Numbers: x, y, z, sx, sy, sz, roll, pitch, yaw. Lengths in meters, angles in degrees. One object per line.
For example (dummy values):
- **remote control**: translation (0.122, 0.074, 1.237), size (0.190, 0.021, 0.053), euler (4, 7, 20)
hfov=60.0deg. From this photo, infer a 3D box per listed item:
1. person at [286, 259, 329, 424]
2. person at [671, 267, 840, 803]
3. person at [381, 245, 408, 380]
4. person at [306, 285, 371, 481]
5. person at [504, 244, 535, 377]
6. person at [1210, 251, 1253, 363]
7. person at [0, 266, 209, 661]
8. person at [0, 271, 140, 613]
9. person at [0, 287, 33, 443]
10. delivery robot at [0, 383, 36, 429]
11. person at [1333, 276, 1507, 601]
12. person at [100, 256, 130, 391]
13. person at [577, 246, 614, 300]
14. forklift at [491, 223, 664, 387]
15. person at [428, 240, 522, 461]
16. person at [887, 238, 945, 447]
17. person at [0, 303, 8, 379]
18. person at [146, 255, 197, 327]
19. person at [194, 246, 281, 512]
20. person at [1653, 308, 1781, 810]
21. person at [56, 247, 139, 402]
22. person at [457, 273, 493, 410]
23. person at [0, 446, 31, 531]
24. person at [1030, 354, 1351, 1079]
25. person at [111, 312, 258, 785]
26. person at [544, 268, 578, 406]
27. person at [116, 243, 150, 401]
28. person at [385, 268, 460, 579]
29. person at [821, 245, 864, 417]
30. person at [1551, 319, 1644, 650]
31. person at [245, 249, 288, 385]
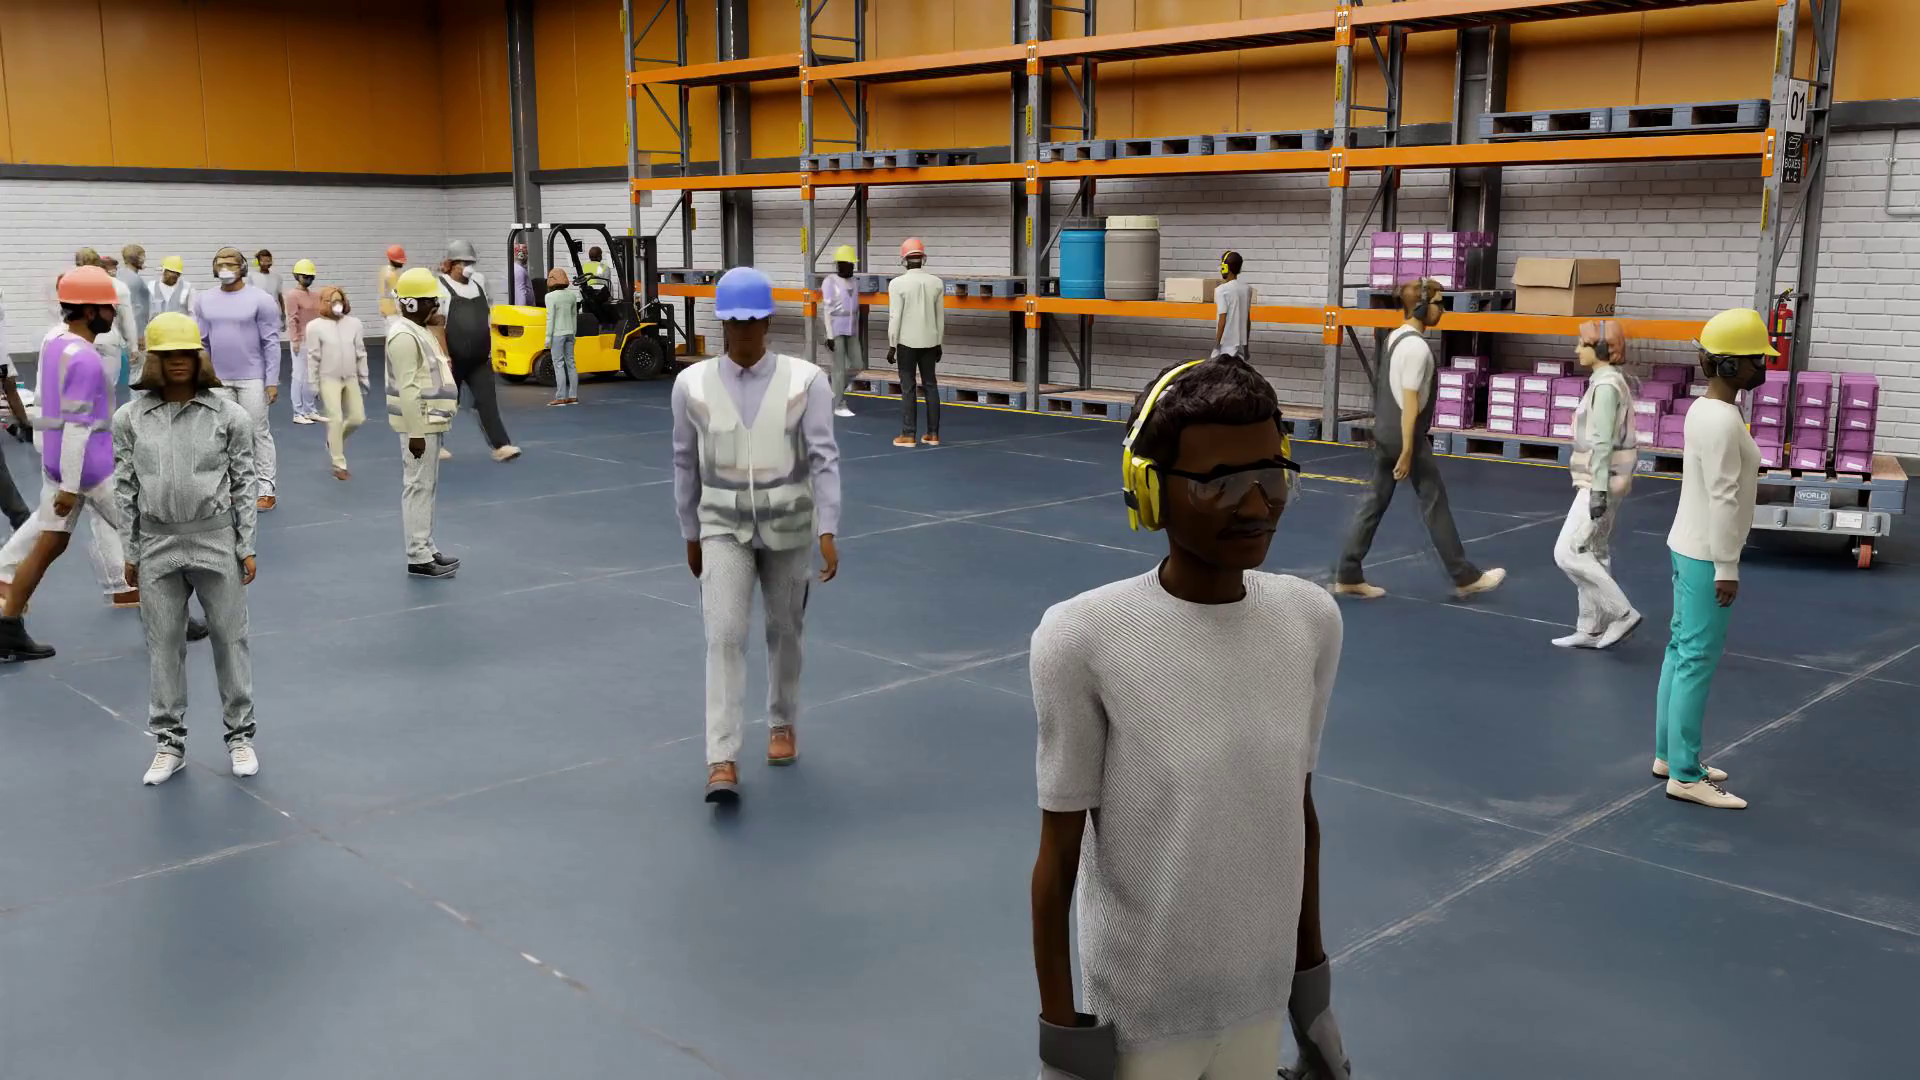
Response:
- **person**: translation (-7.037, -2.135, 17.941), size (0.328, 1.765, 0.528), euler (2, 11, 10)
- **person**: translation (-0.742, -0.021, 6.033), size (0.614, 1.898, 0.968), euler (-1, 10, -3)
- **person**: translation (-7.939, -3.180, 23.341), size (0.375, 1.885, 0.698), euler (-6, 12, -29)
- **person**: translation (-5.208, -1.312, 13.856), size (0.492, 1.617, 0.517), euler (9, 14, 40)
- **person**: translation (-6.272, -3.269, 23.764), size (0.399, 1.900, 0.645), euler (-5, 11, -25)
- **person**: translation (2.654, -1.892, 16.330), size (0.523, 1.870, 0.317), euler (-9, 14, -40)
- **person**: translation (-4.214, -0.360, 7.972), size (0.547, 1.889, 1.022), euler (10, 14, 43)
- **person**: translation (-4.849, -0.512, 8.902), size (0.921, 1.846, 0.595), euler (-5, 12, -26)
- **person**: translation (-9.342, -1.850, 16.051), size (0.973, 1.885, 0.557), euler (4, 11, 21)
- **delivery robot**: translation (-9.366, -1.326, 16.574), size (0.477, 0.478, 0.707), euler (0, 10, 0)
- **person**: translation (2.538, -0.541, 9.159), size (0.959, 1.793, 0.513), euler (-1, 10, -6)
- **person**: translation (-9.256, -2.197, 18.201), size (0.892, 1.787, 0.616), euler (-1, 10, -7)
- **person**: translation (-5.838, -3.808, 26.845), size (0.633, 1.846, 0.429), euler (5, 11, 23)
- **forklift**: translation (-5.316, -3.263, 22.920), size (2.313, 2.155, 1.214), euler (-10, 14, -44)
- **person**: translation (-4.459, -1.715, 14.895), size (1.036, 2.000, 0.689), euler (8, 13, 37)
- **person**: translation (-0.434, -1.891, 15.987), size (0.617, 1.990, 0.393), euler (-7, 12, -32)
- **person**: translation (-9.112, -1.663, 15.289), size (0.640, 1.801, 0.951), euler (-5, 12, -26)
- **person**: translation (-9.215, -2.429, 19.470), size (0.618, 1.788, 0.496), euler (-2, 11, -13)
- **person**: translation (-5.283, -1.165, 12.172), size (0.634, 1.940, 0.367), euler (1, 10, 4)
- **person**: translation (2.704, 0.062, 5.960), size (0.310, 1.769, 0.523), euler (3, 11, 15)
- **person**: translation (-8.242, -1.846, 15.990), size (0.656, 1.896, 0.755), euler (-3, 11, -14)
- **person**: translation (-5.725, -2.462, 19.348), size (0.631, 1.911, 0.877), euler (-7, 13, -35)
- **person**: translation (-6.386, -0.858, 10.680), size (1.004, 1.864, 0.620), euler (1, 10, 8)
- **person**: translation (0.332, 0.676, 2.326), size (0.515, 1.872, 0.328), euler (-6, 12, -28)
- **person**: translation (-2.857, 0.033, 6.169), size (0.487, 1.746, 0.288), euler (-3, 11, -16)
- **person**: translation (-4.763, -2.421, 19.848), size (0.272, 1.636, 0.507), euler (6, 12, 29)
- **person**: translation (-8.913, -2.239, 18.029), size (0.381, 1.934, 0.651), euler (-7, 12, -32)
- **person**: translation (-3.186, -0.692, 9.884), size (0.404, 1.830, 0.602), euler (-2, 11, -10)
- **person**: translation (-1.317, -2.332, 18.619), size (0.467, 1.915, 0.602), euler (8, 13, 39)
- **person**: translation (3.057, -0.248, 8.020), size (0.367, 1.623, 0.539), euler (4, 11, 20)
- **person**: translation (-9.453, -3.032, 22.624), size (0.569, 1.846, 0.597), euler (-9, 14, -41)
